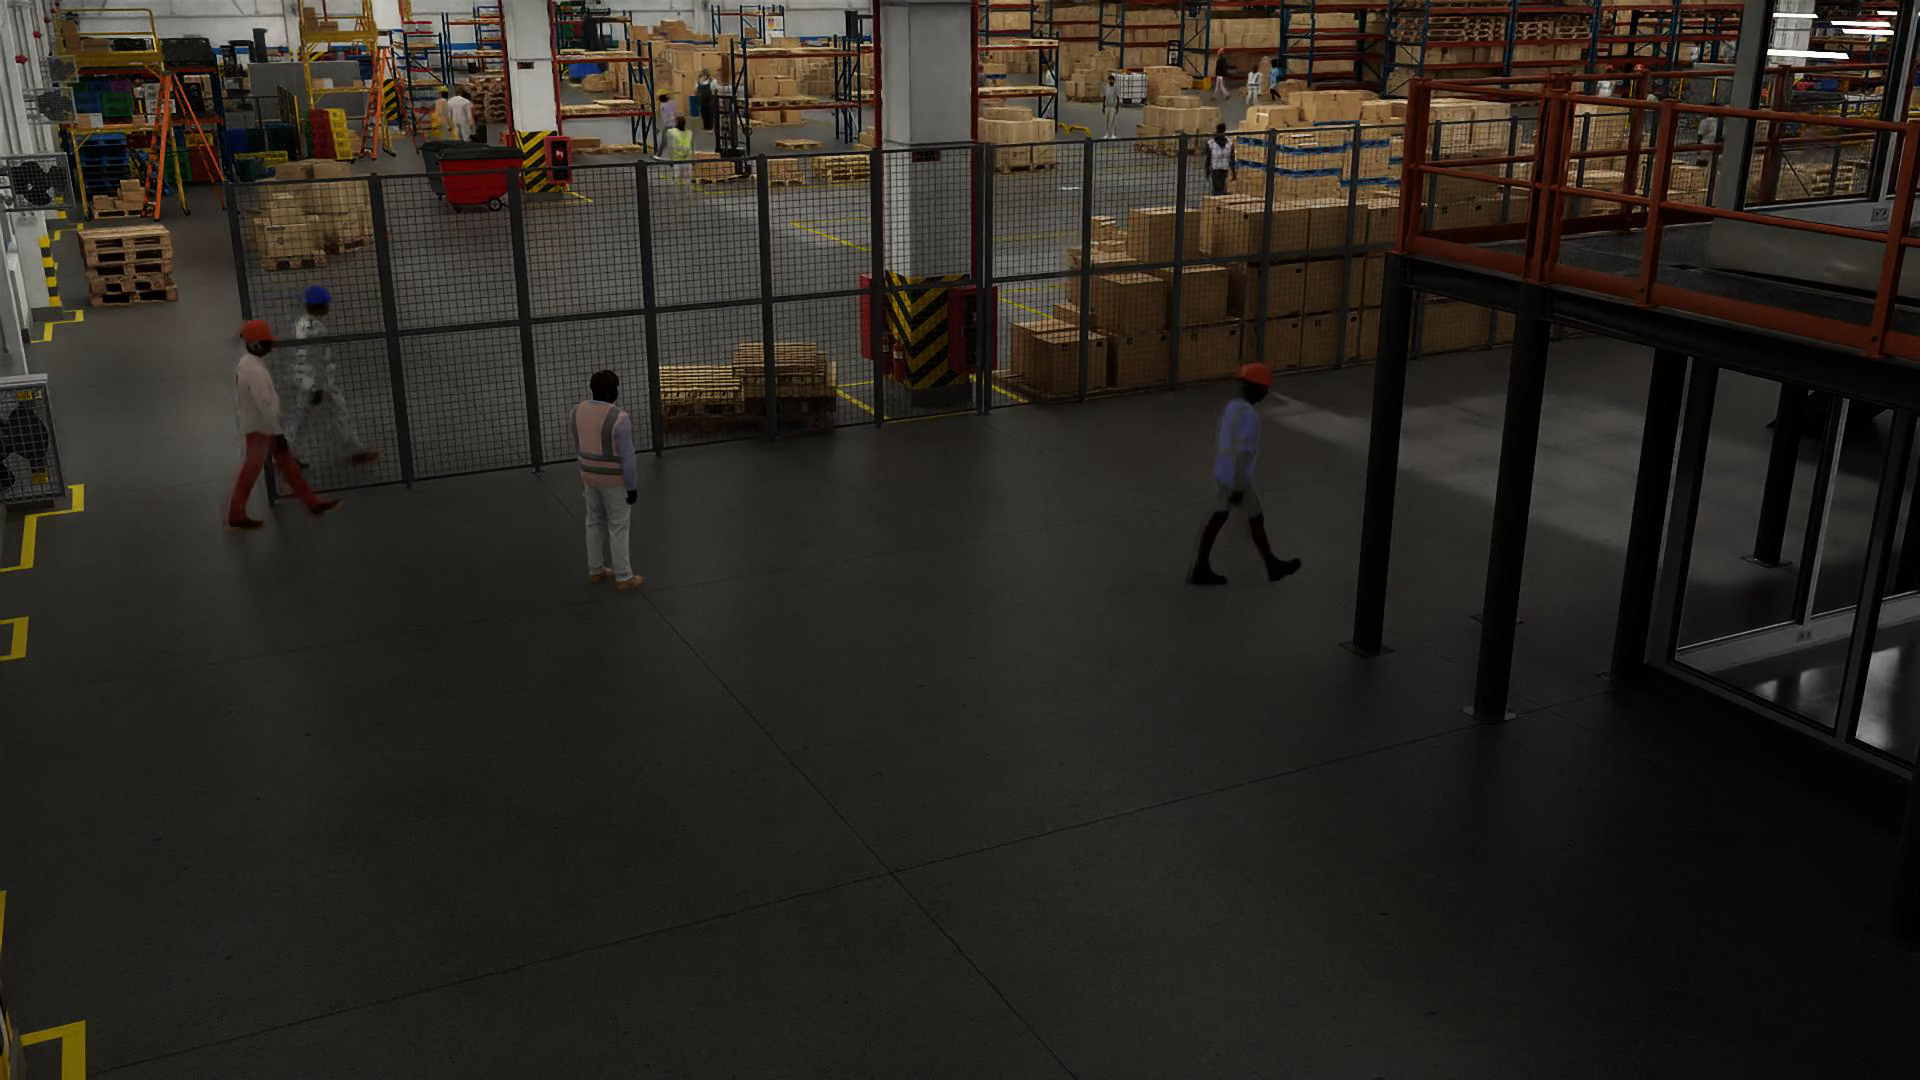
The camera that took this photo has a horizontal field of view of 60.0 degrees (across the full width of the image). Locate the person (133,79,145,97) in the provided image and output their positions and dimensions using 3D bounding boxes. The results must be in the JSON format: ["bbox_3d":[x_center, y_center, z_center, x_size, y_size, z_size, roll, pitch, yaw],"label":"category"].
[{"bbox_3d":[-25.324,-13.408,51.428,0.523,1.631,0.323,6,20,18],"label":"person"}]

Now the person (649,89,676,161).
[{"bbox_3d":[-7.755,-10.964,44.008,0.653,1.851,1.000,17,25,40],"label":"person"}]

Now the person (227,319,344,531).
[{"bbox_3d":[-6.273,-1.041,15.111,1.043,1.934,0.649,-8,20,-21],"label":"person"}]

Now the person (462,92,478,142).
[{"bbox_3d":[-13.350,-11.285,45.170,0.540,1.696,0.317,3,19,8],"label":"person"}]

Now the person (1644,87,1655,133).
[{"bbox_3d":[20.245,-12.617,49.202,0.515,1.587,0.869,3,19,8],"label":"person"}]

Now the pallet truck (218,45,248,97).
[{"bbox_3d":[-28.879,-18.665,66.111,0.823,1.965,1.885,-3,19,-9],"label":"pallet truck"}]

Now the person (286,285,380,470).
[{"bbox_3d":[-6.565,-1.640,16.934,0.986,1.899,0.605,-17,25,-40],"label":"person"}]

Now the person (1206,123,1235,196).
[{"bbox_3d":[5.356,-7.645,34.336,0.599,1.896,0.842,-4,19,-11],"label":"person"}]

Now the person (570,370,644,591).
[{"bbox_3d":[-2.887,-0.495,13.695,0.620,1.835,0.431,12,22,30],"label":"person"}]

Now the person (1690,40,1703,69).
[{"bbox_3d":[34.418,-22.500,77.697,0.401,1.692,0.561,-13,23,-32],"label":"person"}]

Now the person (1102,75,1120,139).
[{"bbox_3d":[4.506,-12.954,49.768,0.510,1.860,0.333,7,20,20],"label":"person"}]

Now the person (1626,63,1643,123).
[{"bbox_3d":[22.307,-14.713,54.762,0.572,1.921,0.557,-6,20,-16],"label":"person"}]

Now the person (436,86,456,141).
[{"bbox_3d":[-13.825,-11.231,44.714,0.611,1.900,0.478,16,25,39],"label":"person"}]

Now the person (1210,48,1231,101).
[{"bbox_3d":[10.014,-17.797,63.643,0.851,1.967,0.624,14,23,35],"label":"person"}]

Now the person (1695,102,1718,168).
[{"bbox_3d":[17.449,-9.200,38.755,0.612,1.943,0.679,-6,20,-16],"label":"person"}]

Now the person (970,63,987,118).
[{"bbox_3d":[0.609,-14.762,54.930,0.924,1.913,0.629,-10,21,-27],"label":"person"}]

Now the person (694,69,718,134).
[{"bbox_3d":[-7.817,-13.501,51.076,0.761,2.000,0.948,4,19,12],"label":"person"}]

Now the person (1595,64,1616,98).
[{"bbox_3d":[21.063,-14.532,54.279,0.613,1.899,0.817,8,21,23],"label":"person"}]

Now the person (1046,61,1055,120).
[{"bbox_3d":[3.050,-15.019,55.639,0.372,1.934,0.627,-3,19,-8],"label":"person"}]

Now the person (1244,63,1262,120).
[{"bbox_3d":[9.812,-15.006,55.707,0.605,1.857,0.651,18,26,42],"label":"person"}]

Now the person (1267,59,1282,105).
[{"bbox_3d":[11.764,-17.066,61.972,0.647,1.676,0.545,-6,20,-18],"label":"person"}]

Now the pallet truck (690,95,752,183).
[{"bbox_3d":[-5.836,-9.608,39.856,0.823,1.965,1.885,10,22,27],"label":"pallet truck"}]

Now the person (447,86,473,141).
[{"bbox_3d":[-13.280,-11.095,44.275,0.635,1.933,0.397,4,19,11],"label":"person"}]

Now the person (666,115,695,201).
[{"bbox_3d":[-6.129,-8.413,36.638,0.634,1.846,0.429,-13,23,-33],"label":"person"}]

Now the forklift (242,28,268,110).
[{"bbox_3d":[-24.981,-16.906,59.677,1.873,2.768,1.129,-9,21,-25],"label":"forklift"}]

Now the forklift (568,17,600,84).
[{"bbox_3d":[-16.088,-21.343,72.540,1.873,2.768,1.129,-12,22,-31],"label":"forklift"}]

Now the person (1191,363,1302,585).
[{"bbox_3d":[2.386,-0.519,13.718,0.988,1.861,0.621,-3,19,-10],"label":"person"}]

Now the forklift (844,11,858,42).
[{"bbox_3d":[-5.444,-25.089,83.397,1.873,2.768,1.129,-9,21,-25],"label":"forklift"}]

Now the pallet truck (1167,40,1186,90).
[{"bbox_3d":[9.045,-19.971,69.895,0.823,1.965,1.885,-3,19,-8],"label":"pallet truck"}]

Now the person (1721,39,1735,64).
[{"bbox_3d":[37.350,-23.632,80.819,0.866,1.800,0.591,-7,20,-20],"label":"person"}]
